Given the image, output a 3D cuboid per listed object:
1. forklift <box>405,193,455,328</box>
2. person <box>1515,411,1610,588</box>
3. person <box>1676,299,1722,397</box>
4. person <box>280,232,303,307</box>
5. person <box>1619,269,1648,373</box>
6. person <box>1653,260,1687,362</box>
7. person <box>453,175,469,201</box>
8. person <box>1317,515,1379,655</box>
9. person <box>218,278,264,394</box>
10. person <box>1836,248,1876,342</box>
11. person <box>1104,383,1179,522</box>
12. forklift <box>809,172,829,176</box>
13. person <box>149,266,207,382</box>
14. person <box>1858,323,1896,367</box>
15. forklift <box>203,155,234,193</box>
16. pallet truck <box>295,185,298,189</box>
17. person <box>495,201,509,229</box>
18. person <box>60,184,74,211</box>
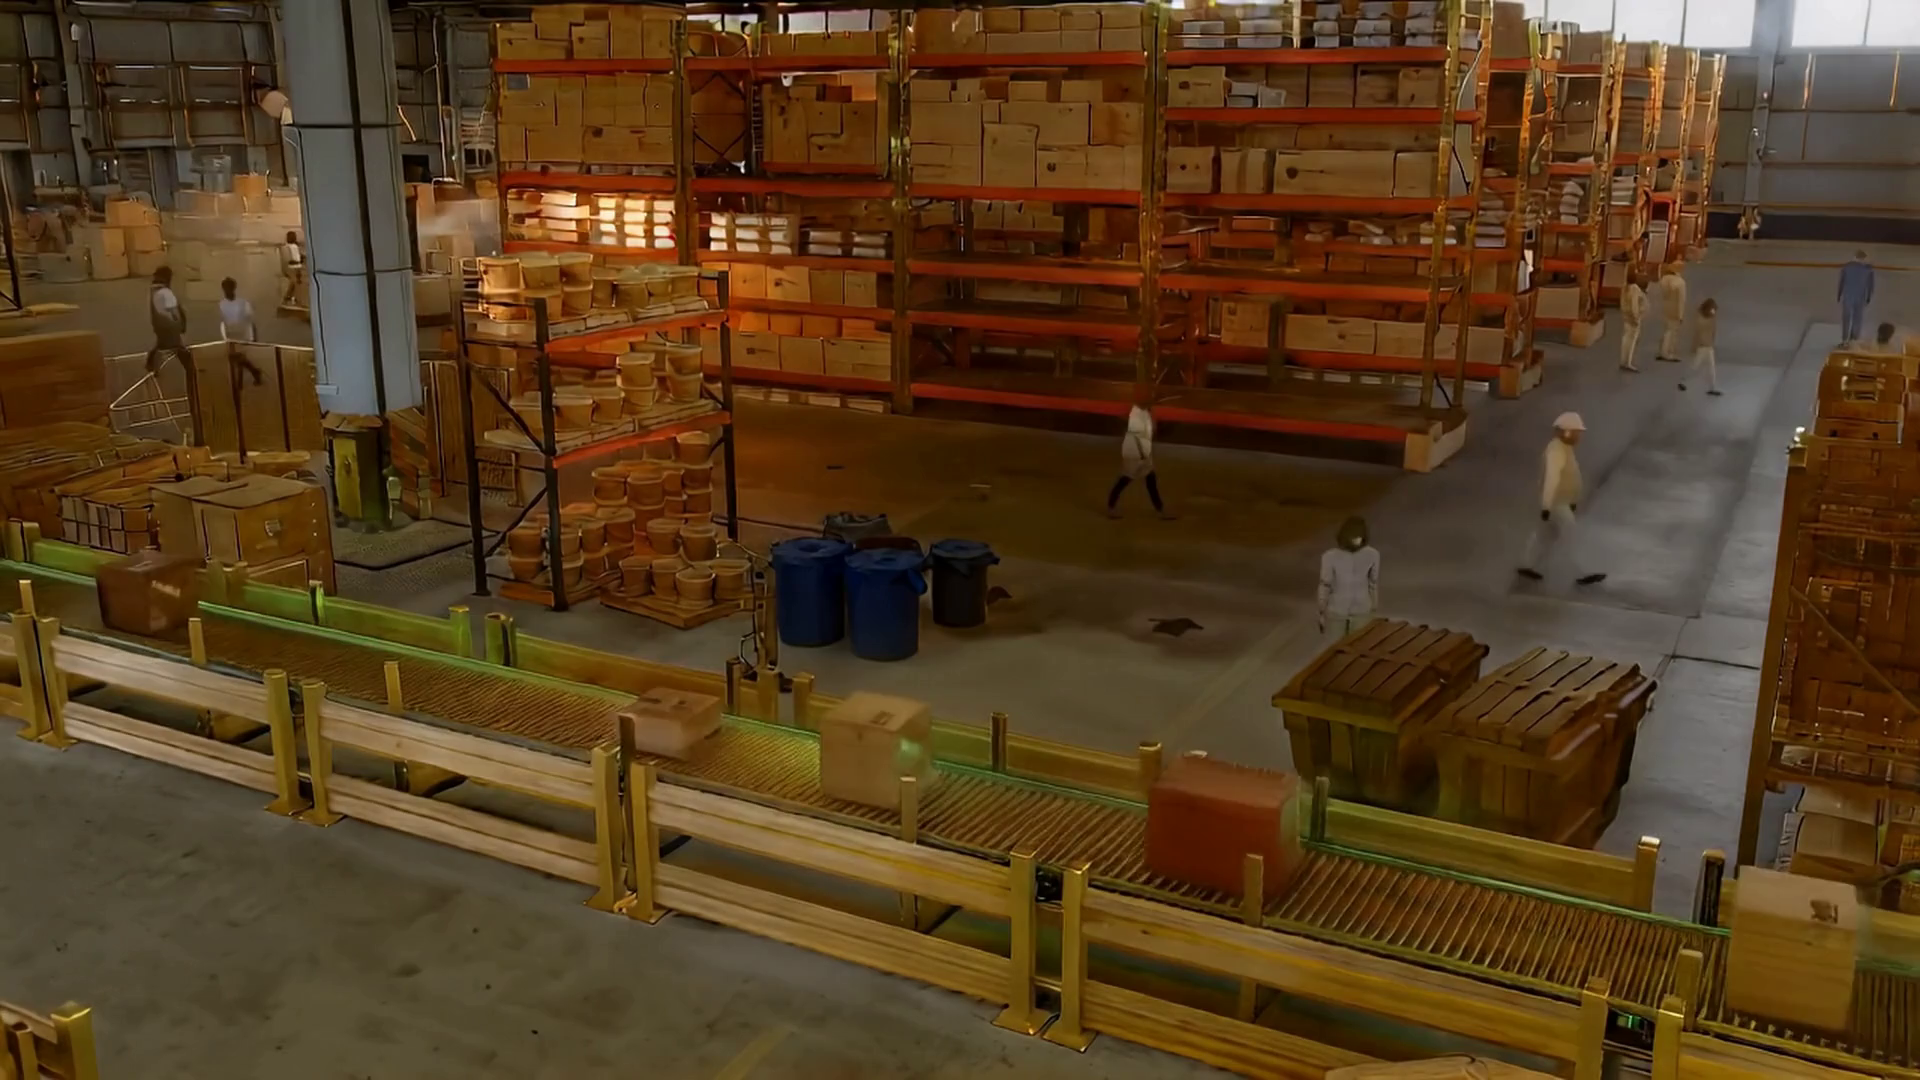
[{"bbox_3d":[-11.973,-6.001,35.658,1.873,2.768,1.129,8,17,28],"label":"forklift"},{"bbox_3d":[6.108,-0.410,16.736,0.932,1.778,0.624,6,16,23],"label":"person"},{"bbox_3d":[12.332,-3.210,27.645,0.510,1.590,0.872,-6,16,-22],"label":"person"},{"bbox_3d":[-15.338,-6.149,38.193,0.884,1.855,0.584,5,16,17],"label":"person"},{"bbox_3d":[12.125,-3.945,29.921,0.429,1.842,0.634,4,16,16],"label":"person"},{"bbox_3d":[13.305,-4.275,31.057,0.400,1.902,0.642,-5,16,-18],"label":"person"},{"bbox_3d":[-19.226,-13.118,64.265,0.639,1.917,0.797,-14,21,-43],"label":"person"},{"bbox_3d":[3.086,0.588,13.279,0.507,1.630,0.268,-3,15,-12],"label":"person"},{"bbox_3d":[-12.027,-3.442,27.853,0.609,1.935,0.800,6,16,21],"label":"person"},{"bbox_3d":[18.173,-4.982,33.778,0.662,1.853,0.991,9,17,30],"label":"person"},{"bbox_3d":[2.079,-1.001,19.222,0.893,1.643,0.540,6,16,21],"label":"person"},{"bbox_3d":[-5.181,-12.877,61.509,1.873,2.768,1.129,8,17,28],"label":"forklift"},{"bbox_3d":[-13.768,-3.799,28.989,1.067,2.000,0.692,-12,19,-38],"label":"person"},{"bbox_3d":[13.396,-2.361,24.343,0.574,1.631,0.886,-3,15,-11],"label":"person"},{"bbox_3d":[-26.676,-12.494,60.067,1.129,2.768,1.873,3,15,11],"label":"forklift"},{"bbox_3d":[-26.804,-14.617,69.738,1.885,1.965,0.823,-14,20,-42],"label":"pallet truck"},{"bbox_3d":[-14.533,-10.128,53.081,0.653,1.882,1.007,12,19,37],"label":"person"},{"bbox_3d":[-30.772,-11.350,57.610,0.643,1.919,0.550,1,15,3],"label":"person"}]
